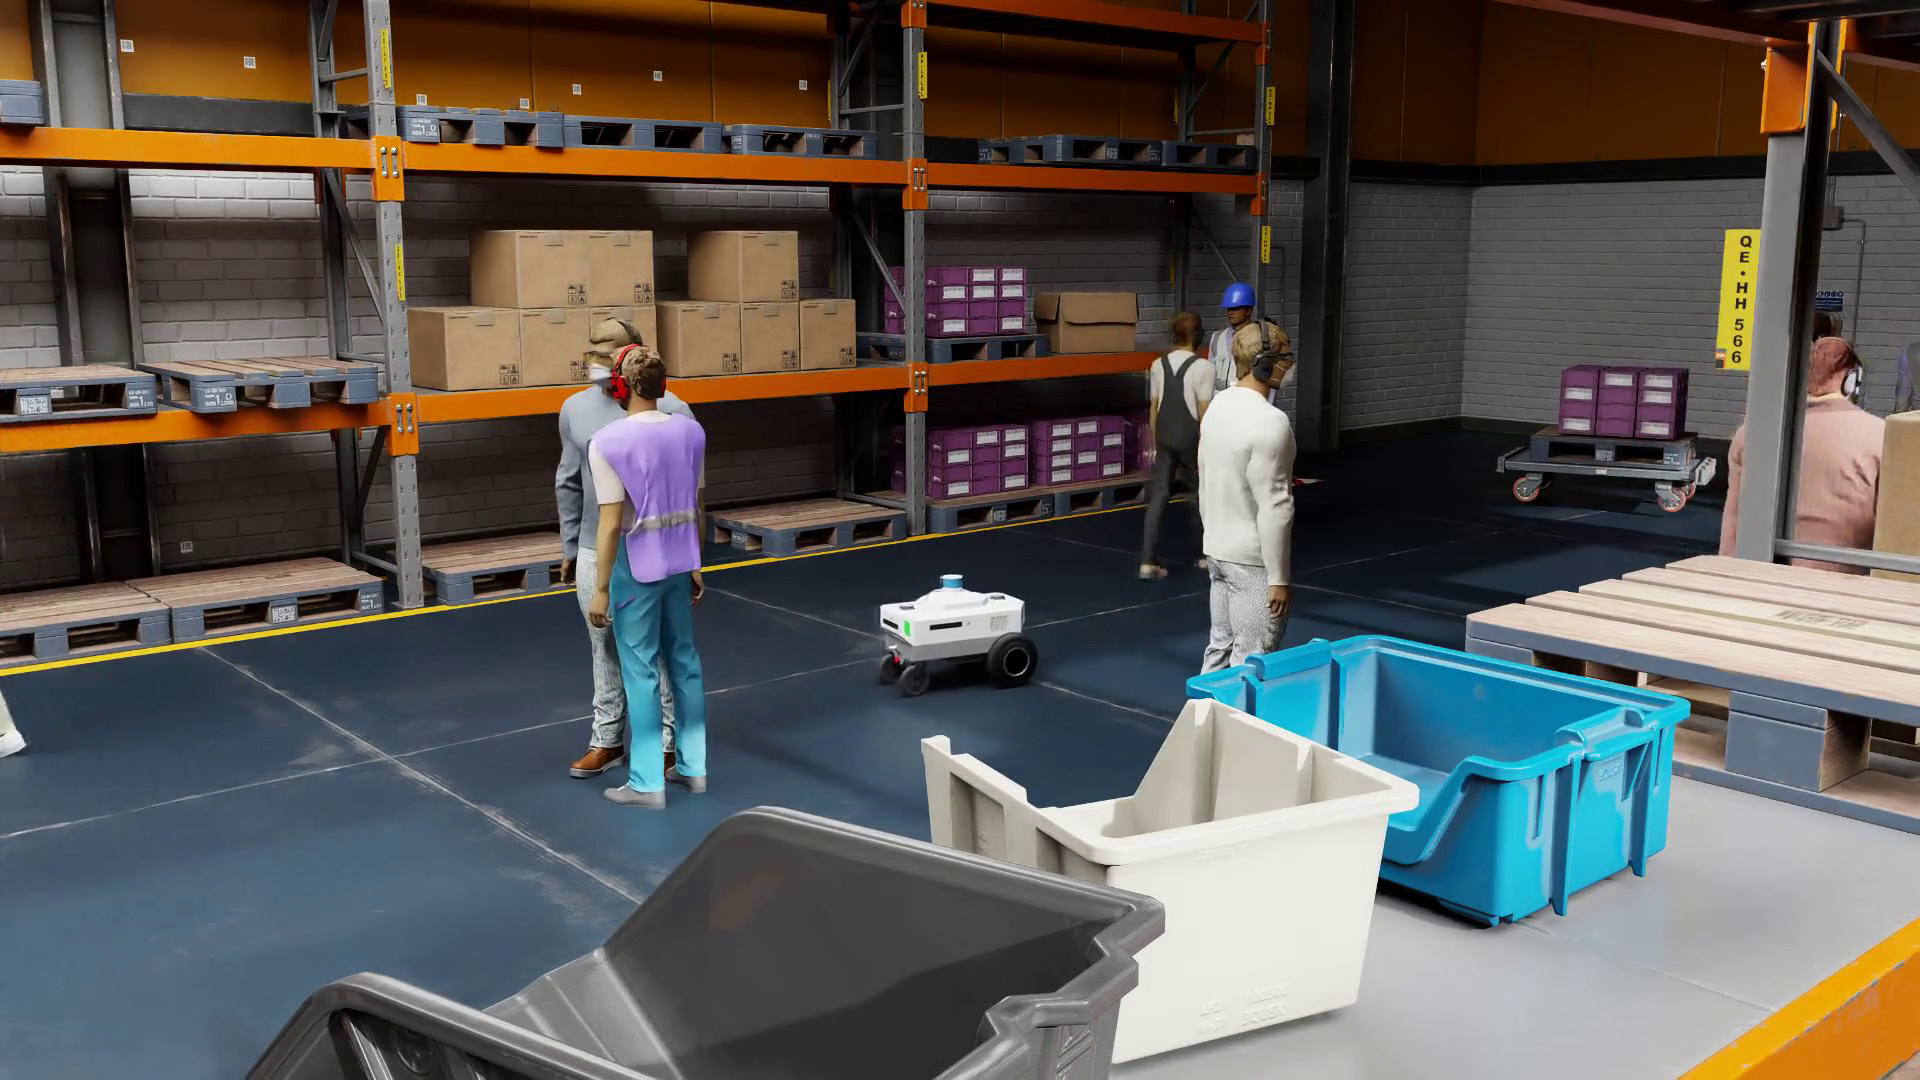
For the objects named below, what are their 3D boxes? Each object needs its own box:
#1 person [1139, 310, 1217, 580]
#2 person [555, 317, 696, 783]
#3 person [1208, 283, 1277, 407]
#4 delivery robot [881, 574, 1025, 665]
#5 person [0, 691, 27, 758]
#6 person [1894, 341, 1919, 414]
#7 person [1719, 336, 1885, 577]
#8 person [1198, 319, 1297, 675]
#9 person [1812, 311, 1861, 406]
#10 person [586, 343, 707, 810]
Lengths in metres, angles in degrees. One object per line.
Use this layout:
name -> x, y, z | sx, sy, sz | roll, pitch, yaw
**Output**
person -> 1.484, -0.635, 11.145 | 0.524, 1.799, 0.951 | 7, 12, 35
person -> -1.386, 0.049, 6.905 | 0.636, 1.937, 0.358 | 3, 11, 18
person -> 2.058, -0.921, 12.310 | 0.605, 1.948, 0.391 | 9, 14, 42
delivery robot -> -0.038, 0.419, 8.441 | 0.707, 0.478, 0.477 | -5, 11, -27
person -> -4.274, 0.084, 6.944 | 0.375, 1.878, 0.553 | -4, 11, -23
person -> 6.584, -0.705, 11.154 | 0.585, 1.928, 0.378 | 8, 13, 38
person -> 3.430, 0.141, 6.585 | 0.916, 1.871, 0.651 | -8, 13, -39
person -> 1.157, 0.095, 6.640 | 0.358, 1.938, 0.636 | -3, 10, -15
person -> 5.723, -0.655, 11.307 | 1.009, 1.785, 0.646 | -2, 10, -13
person -> -1.218, 0.149, 6.603 | 0.373, 1.843, 0.571 | 7, 13, 36
